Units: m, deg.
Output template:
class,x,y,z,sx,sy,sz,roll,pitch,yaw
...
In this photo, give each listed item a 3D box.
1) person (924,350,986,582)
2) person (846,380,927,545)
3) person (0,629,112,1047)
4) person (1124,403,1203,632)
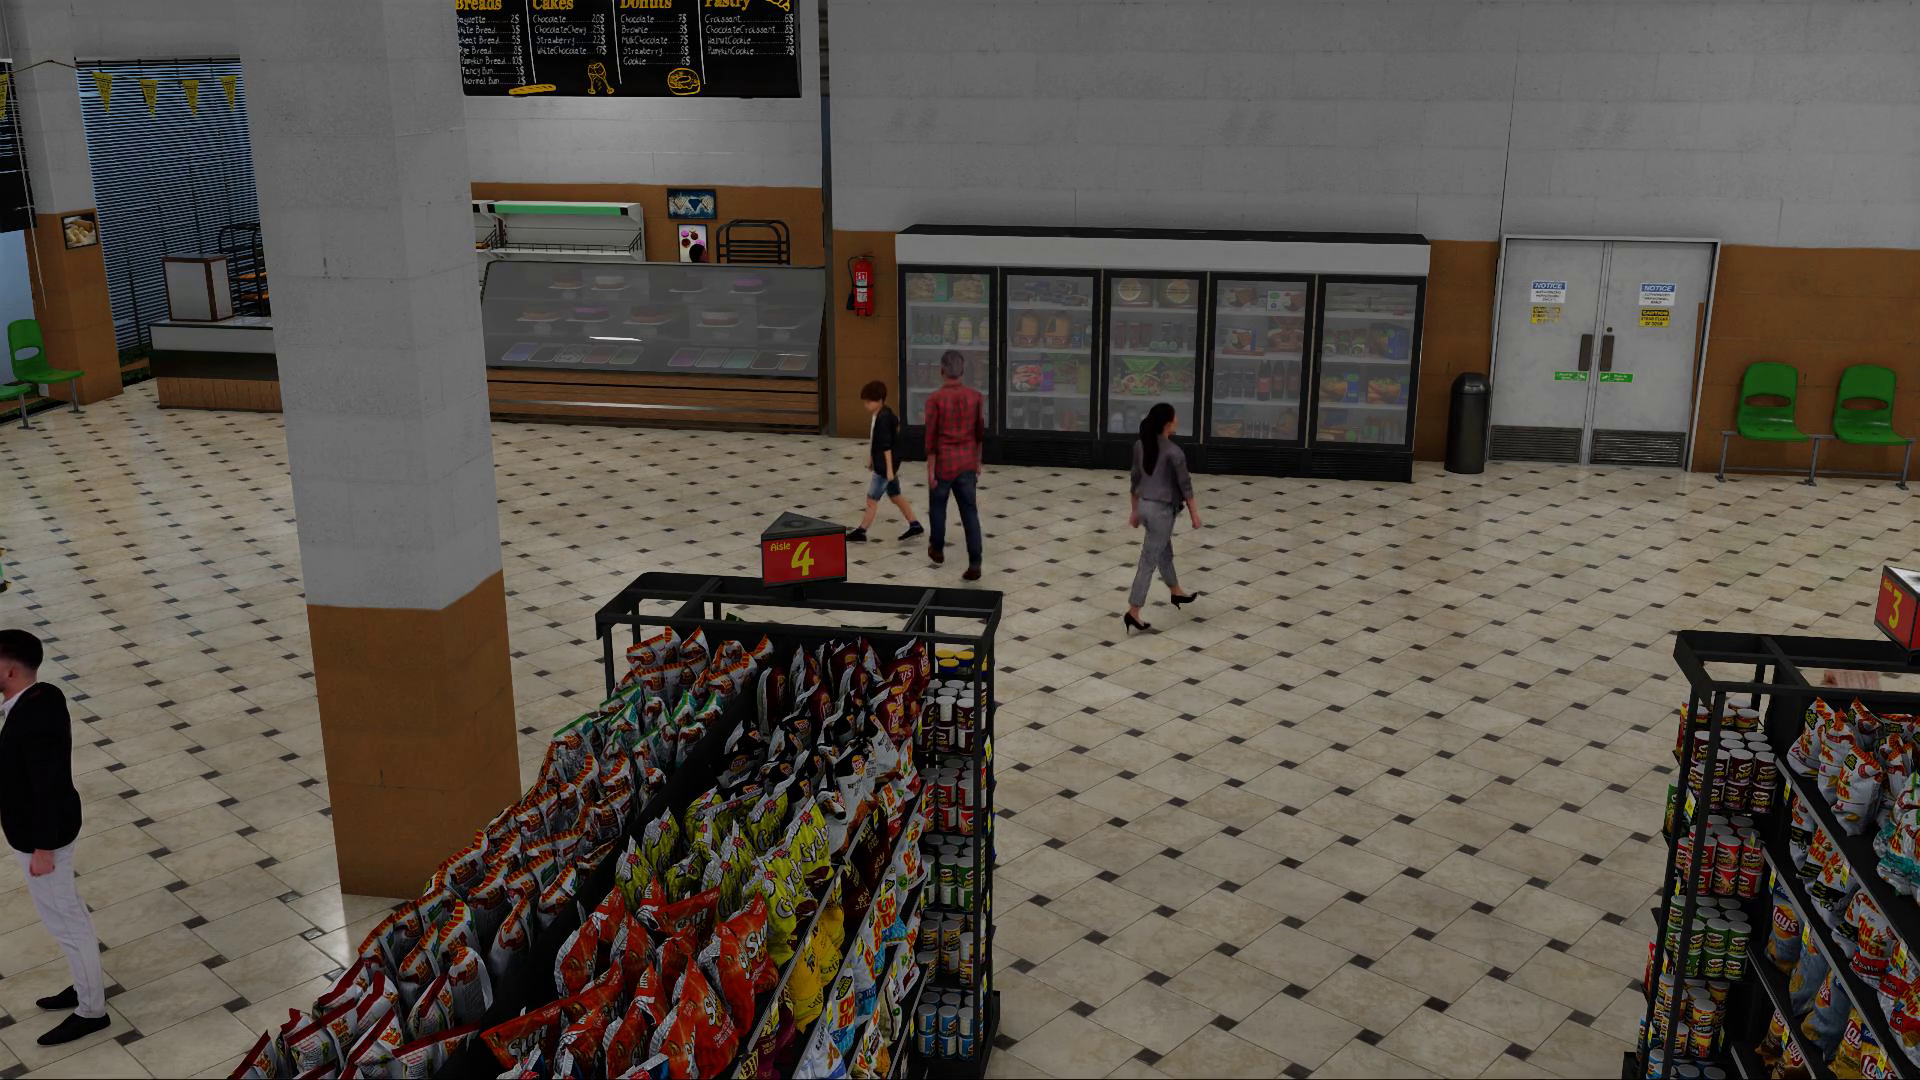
class,x,y,z,sx,sy,sz,roll,pitch,yaw
person,-0.015,-0.539,13.070,1.084,1.780,1.347,-5,18,-16
person,-0.567,-0.628,14.002,0.771,1.410,0.960,-2,17,-7
person,-3.880,1.242,7.097,0.803,1.843,0.700,-8,19,-24
person,1.352,-0.123,11.957,1.113,1.632,1.049,-11,20,-33
